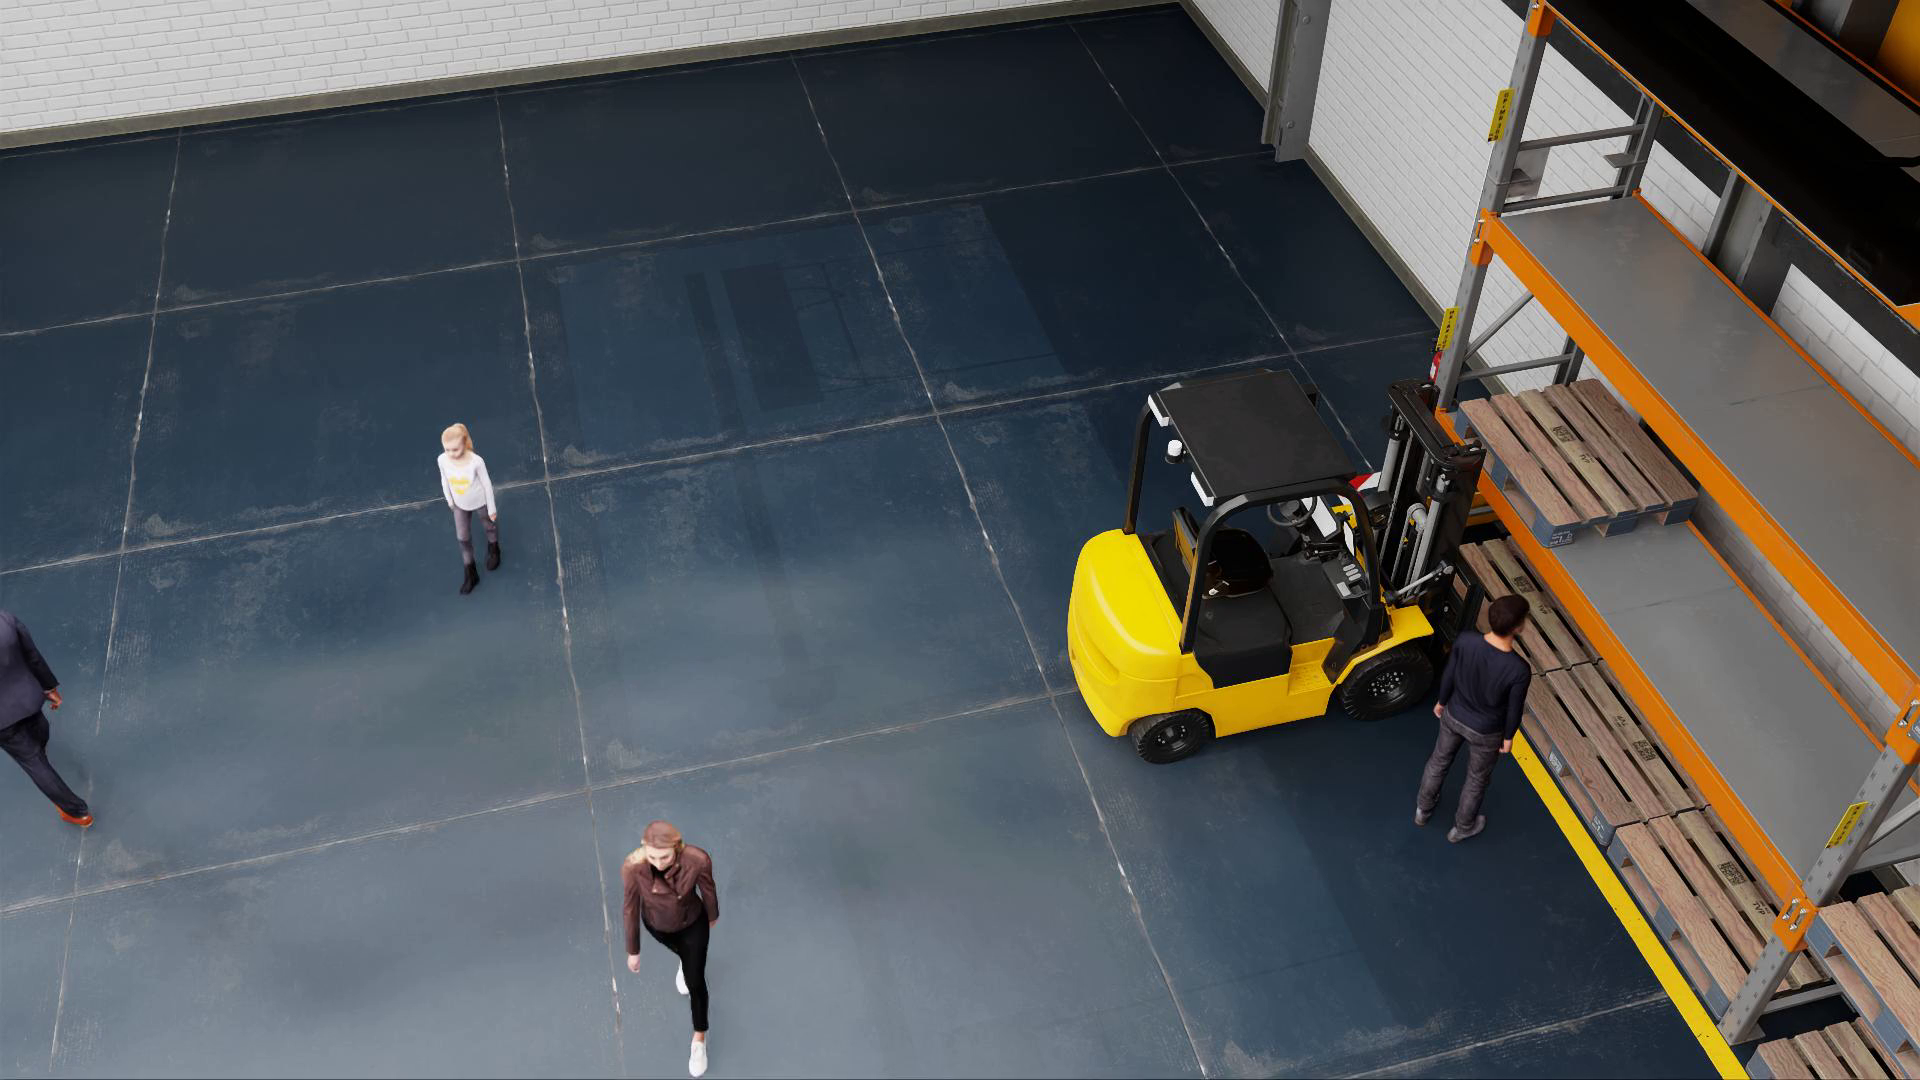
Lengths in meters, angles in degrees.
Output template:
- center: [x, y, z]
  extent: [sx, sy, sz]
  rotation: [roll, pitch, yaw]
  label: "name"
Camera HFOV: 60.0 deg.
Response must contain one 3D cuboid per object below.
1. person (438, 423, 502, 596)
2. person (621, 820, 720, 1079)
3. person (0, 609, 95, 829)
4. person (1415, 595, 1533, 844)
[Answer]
- center: [-3.315, -0.308, 11.349]
  extent: [0.627, 1.263, 0.815]
  rotation: [0, 44, 0]
  label: "person"
- center: [-1.490, 1.925, 8.717]
  extent: [0.780, 1.661, 1.095]
  rotation: [0, 44, -1]
  label: "person"
- center: [-5.442, 1.001, 9.599]
  extent: [1.270, 1.782, 1.160]
  rotation: [26, 49, 25]
  label: "person"
- center: [2.940, 1.030, 9.508]
  extent: [0.671, 1.866, 0.778]
  rotation: [31, 51, 28]
  label: "person"
